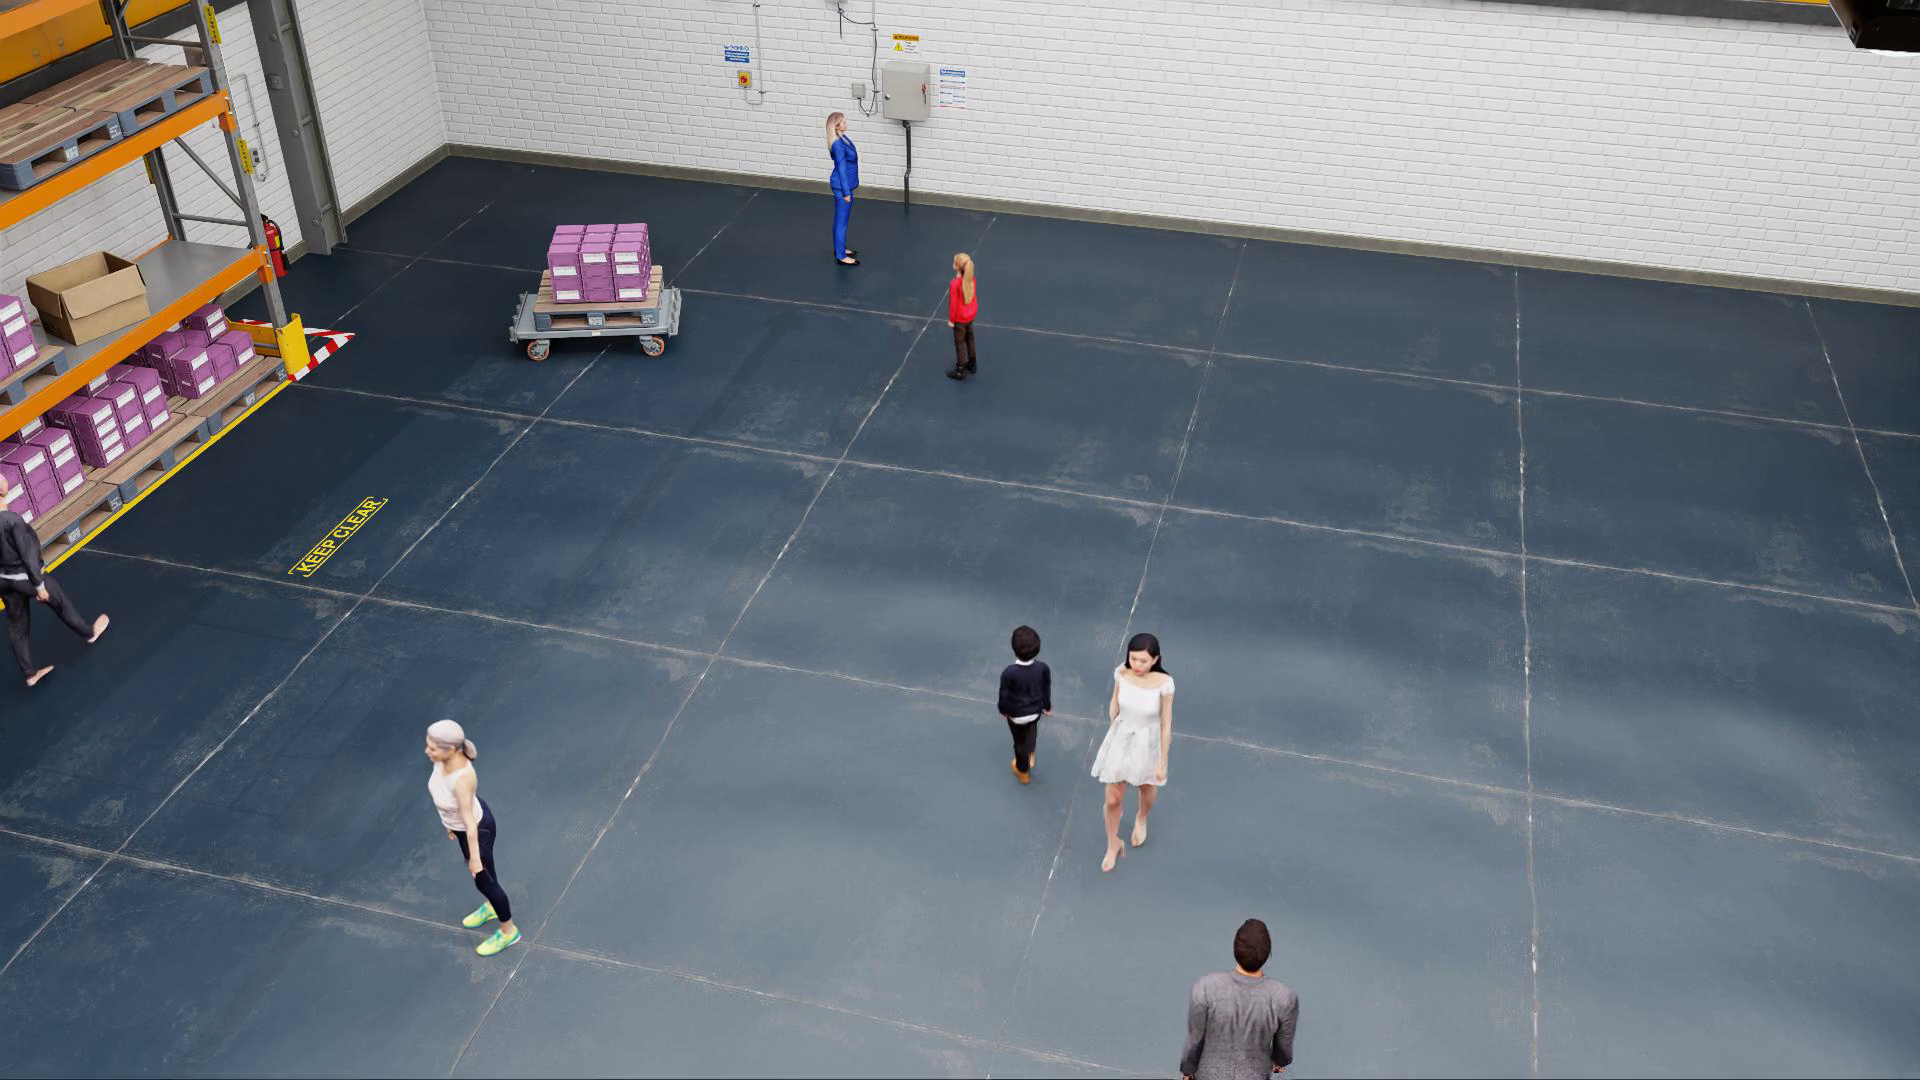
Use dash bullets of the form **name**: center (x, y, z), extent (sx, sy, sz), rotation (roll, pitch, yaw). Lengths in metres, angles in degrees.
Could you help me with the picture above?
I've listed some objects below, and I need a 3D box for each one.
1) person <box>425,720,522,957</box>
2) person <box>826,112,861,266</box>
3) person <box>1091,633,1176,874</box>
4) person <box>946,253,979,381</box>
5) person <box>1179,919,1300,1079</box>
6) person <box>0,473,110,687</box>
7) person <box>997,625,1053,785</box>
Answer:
- **person**: center (-2.880, 1.722, 9.835), extent (0.728, 1.698, 0.673), rotation (-19, 38, -26)
- **person**: center (-1.306, -3.863, 18.235), extent (0.754, 1.701, 0.625), rotation (-5, 34, -7)
- **person**: center (1.156, 1.261, 10.481), extent (0.687, 1.751, 0.828), rotation (13, 36, 19)
- **person**: center (0.026, -2.170, 16.068), extent (0.627, 1.281, 0.529), rotation (25, 41, 32)
- **person**: center (1.352, 2.684, 8.250), extent (0.745, 1.852, 0.831), rotation (5, 34, 8)
- **person**: center (-6.810, 0.309, 11.963), extent (0.659, 1.696, 0.996), rotation (7, 34, 11)
- **person**: center (0.460, 1.134, 11.157), extent (0.629, 1.215, 0.681), rotation (-12, 36, -18)
